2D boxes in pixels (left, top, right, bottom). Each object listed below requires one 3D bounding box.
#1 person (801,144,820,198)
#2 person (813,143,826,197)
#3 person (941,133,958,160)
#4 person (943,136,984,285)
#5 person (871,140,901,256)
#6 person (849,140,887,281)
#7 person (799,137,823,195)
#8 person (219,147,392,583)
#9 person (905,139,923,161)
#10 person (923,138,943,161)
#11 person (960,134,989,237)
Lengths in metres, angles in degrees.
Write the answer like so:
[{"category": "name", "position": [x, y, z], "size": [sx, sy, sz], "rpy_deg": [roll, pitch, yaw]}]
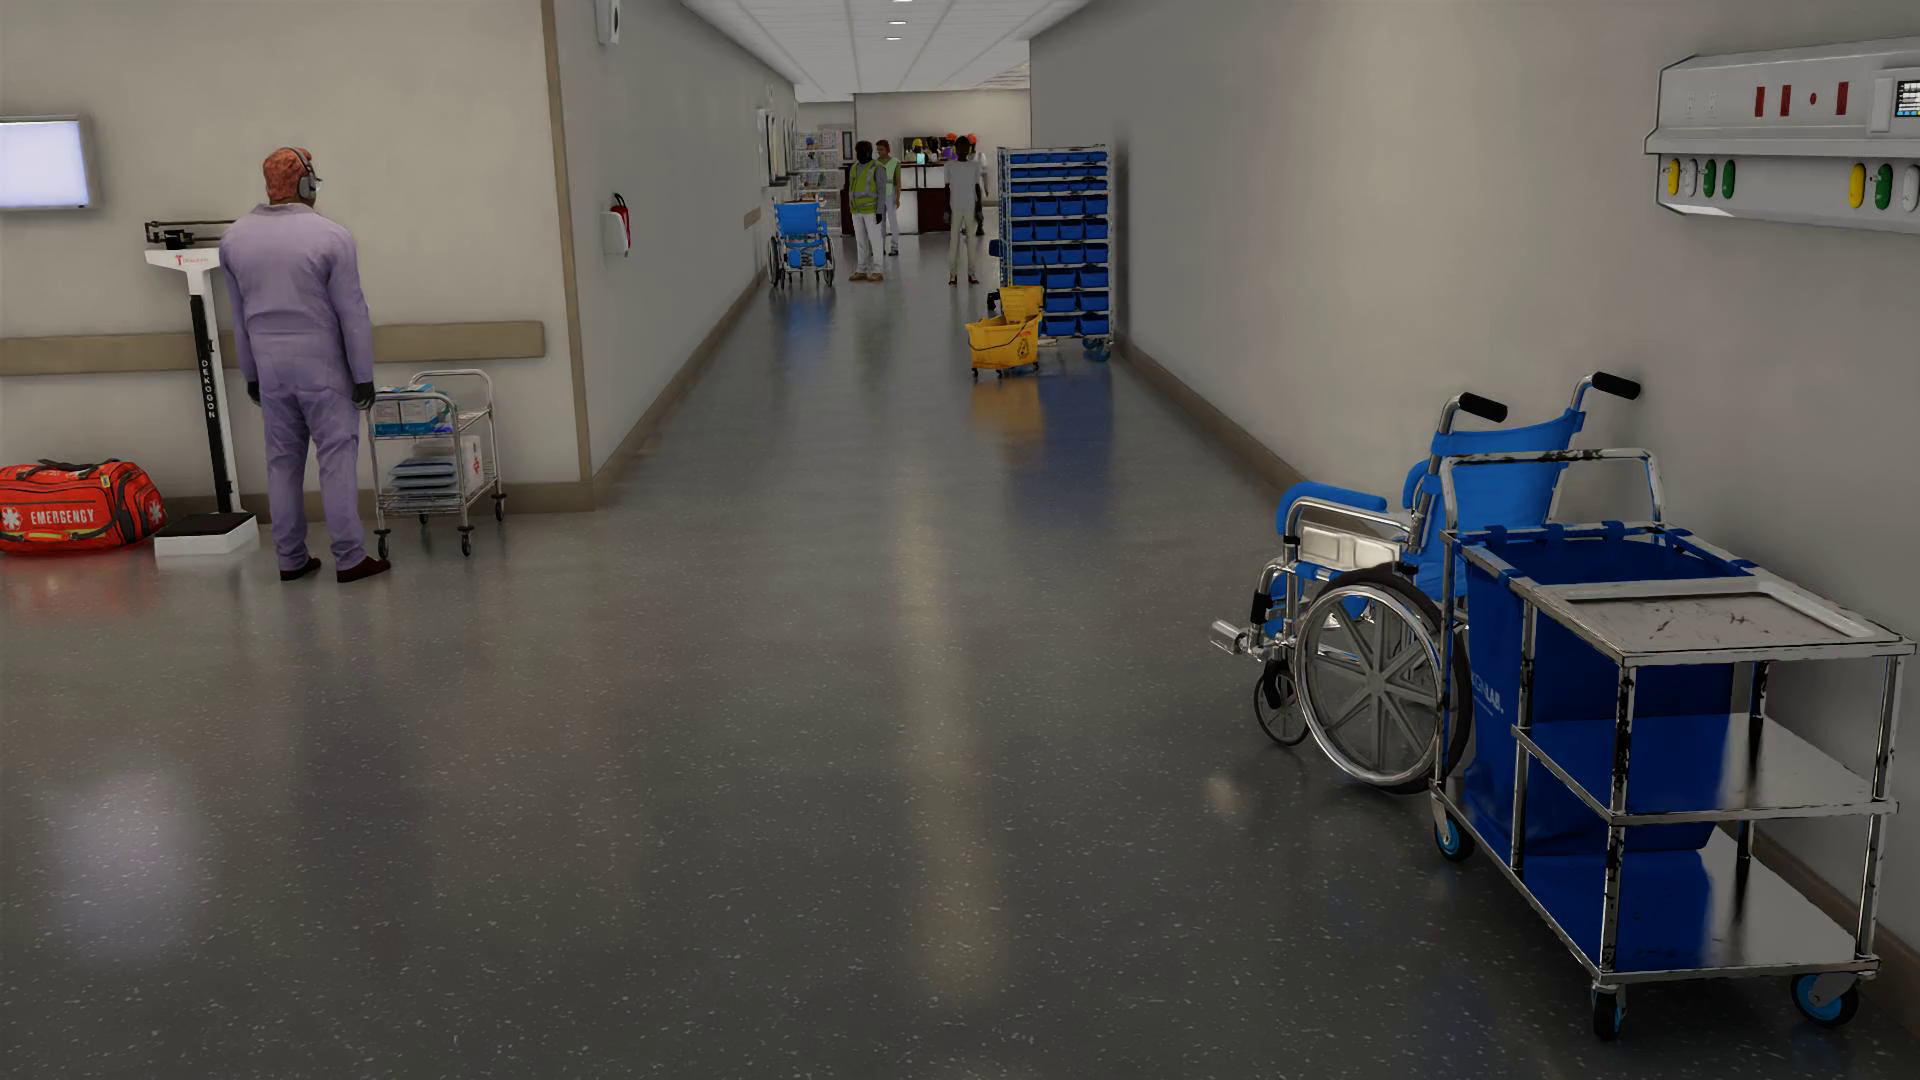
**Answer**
[{"category": "person", "position": [-3.726, -9.082, 41.948], "size": [0.335, 1.749, 0.575], "rpy_deg": [8, 17, 35]}, {"category": "person", "position": [-4.157, -10.626, 48.317], "size": [0.524, 1.770, 0.315], "rpy_deg": [-5, 14, -12]}, {"category": "person", "position": [-0.183, -8.555, 38.981], "size": [0.357, 1.937, 0.550], "rpy_deg": [-13, 18, -40]}, {"category": "person", "position": [0.045, -4.180, 21.127], "size": [0.520, 1.865, 0.328], "rpy_deg": [-3, 14, -6]}, {"category": "person", "position": [-1.184, -5.501, 26.760], "size": [0.563, 1.838, 0.390], "rpy_deg": [7, 16, 31]}, {"category": "person", "position": [-1.245, -4.355, 22.047], "size": [0.627, 1.844, 0.429], "rpy_deg": [10, 18, 40]}, {"category": "person", "position": [-3.958, -9.716, 44.212], "size": [0.622, 1.927, 0.484], "rpy_deg": [-4, 14, -11]}, {"category": "person", "position": [-2.858, -0.754, 7.322], "size": [0.648, 1.902, 0.399], "rpy_deg": [1, 14, 12]}, {"category": "person", "position": [-1.022, -8.633, 39.648], "size": [0.593, 1.826, 0.404], "rpy_deg": [-9, 16, -28]}, {"category": "person", "position": [-0.610, -8.488, 38.992], "size": [0.431, 1.835, 0.623], "rpy_deg": [11, 18, 41]}, {"category": "person", "position": [0.208, -6.582, 30.938], "size": [0.570, 1.881, 0.981], "rpy_deg": [6, 16, 28]}]
